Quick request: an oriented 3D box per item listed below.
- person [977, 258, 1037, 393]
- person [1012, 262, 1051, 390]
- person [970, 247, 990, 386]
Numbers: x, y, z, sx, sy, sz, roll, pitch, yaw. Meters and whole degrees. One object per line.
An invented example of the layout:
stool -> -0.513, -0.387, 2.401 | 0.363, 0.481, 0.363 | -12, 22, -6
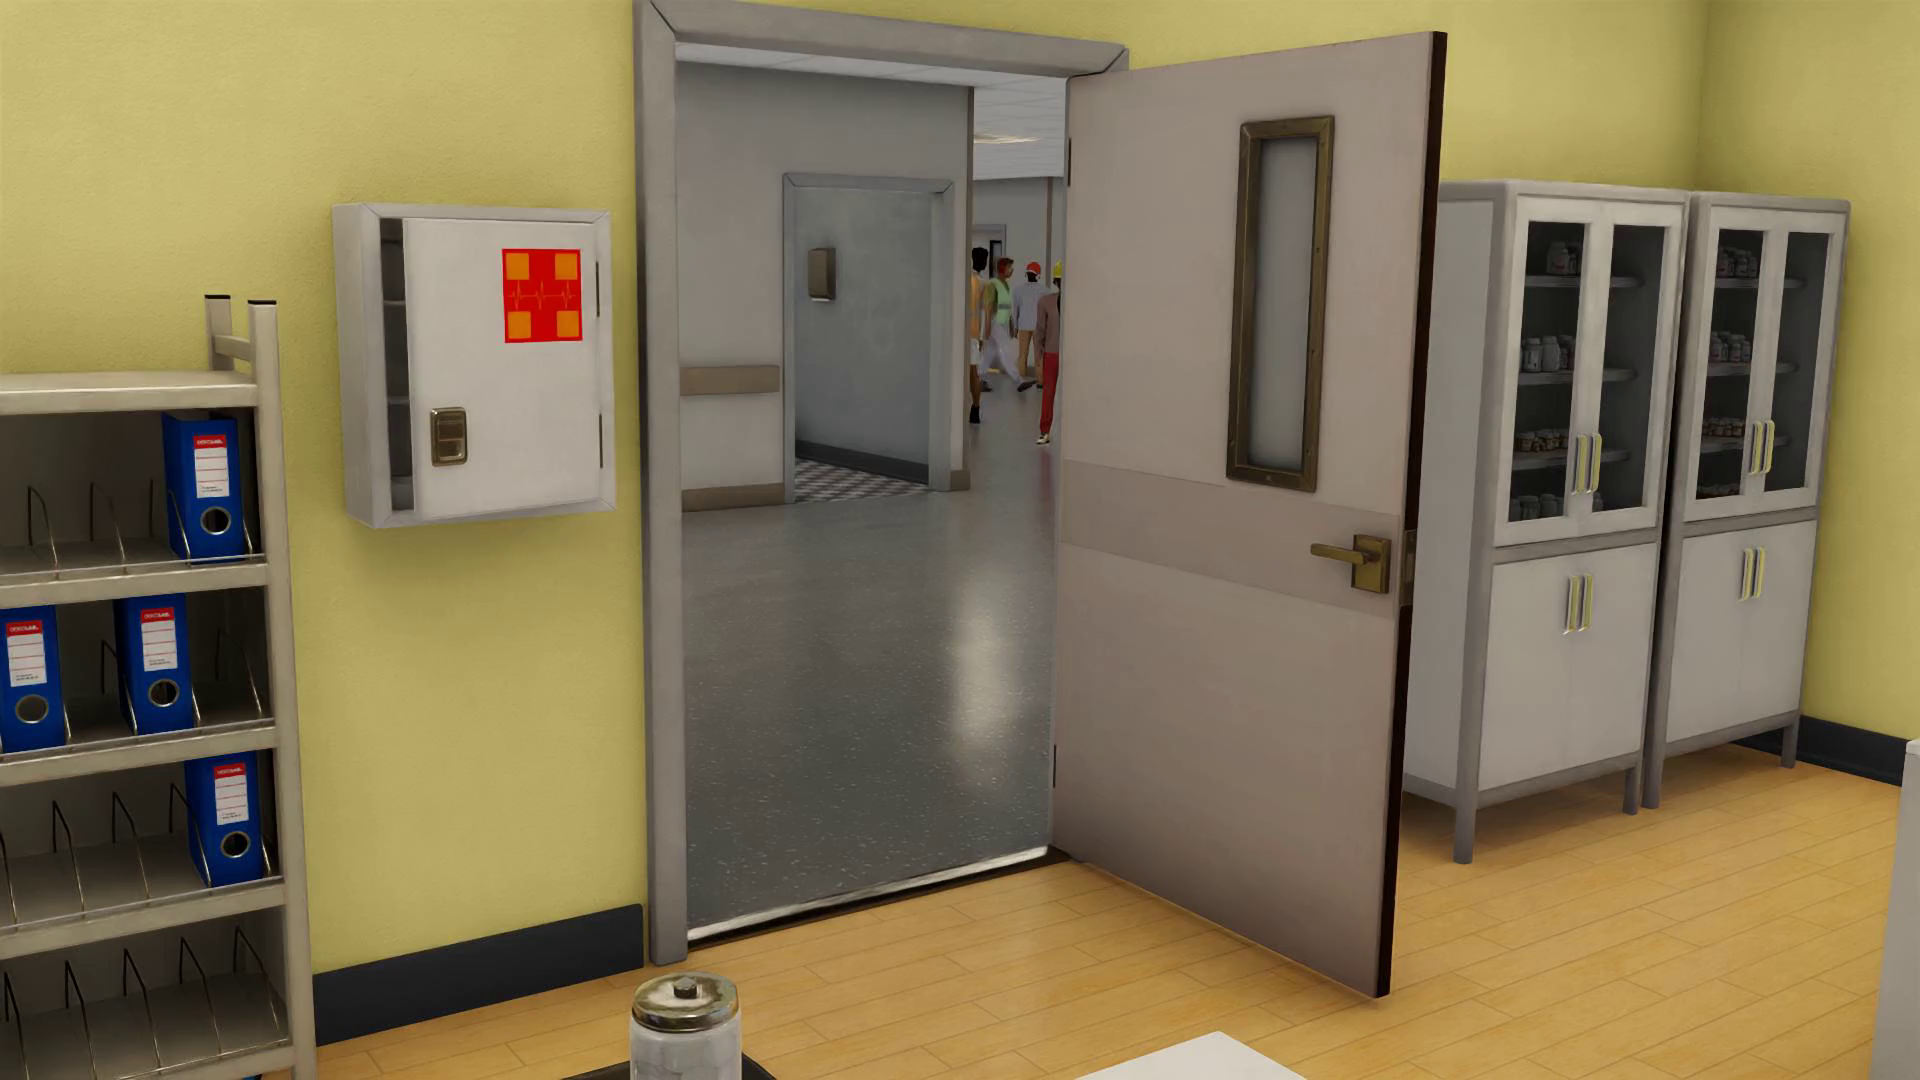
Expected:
person -> 0.594, -2.861, 22.252 | 0.989, 1.785, 0.584 | 4, 10, 20
person -> 0.995, -2.943, 22.888 | 0.563, 1.752, 0.328 | 3, 10, 14
person -> 0.214, -3.135, 23.383 | 0.387, 1.954, 0.610 | -1, 10, -12
